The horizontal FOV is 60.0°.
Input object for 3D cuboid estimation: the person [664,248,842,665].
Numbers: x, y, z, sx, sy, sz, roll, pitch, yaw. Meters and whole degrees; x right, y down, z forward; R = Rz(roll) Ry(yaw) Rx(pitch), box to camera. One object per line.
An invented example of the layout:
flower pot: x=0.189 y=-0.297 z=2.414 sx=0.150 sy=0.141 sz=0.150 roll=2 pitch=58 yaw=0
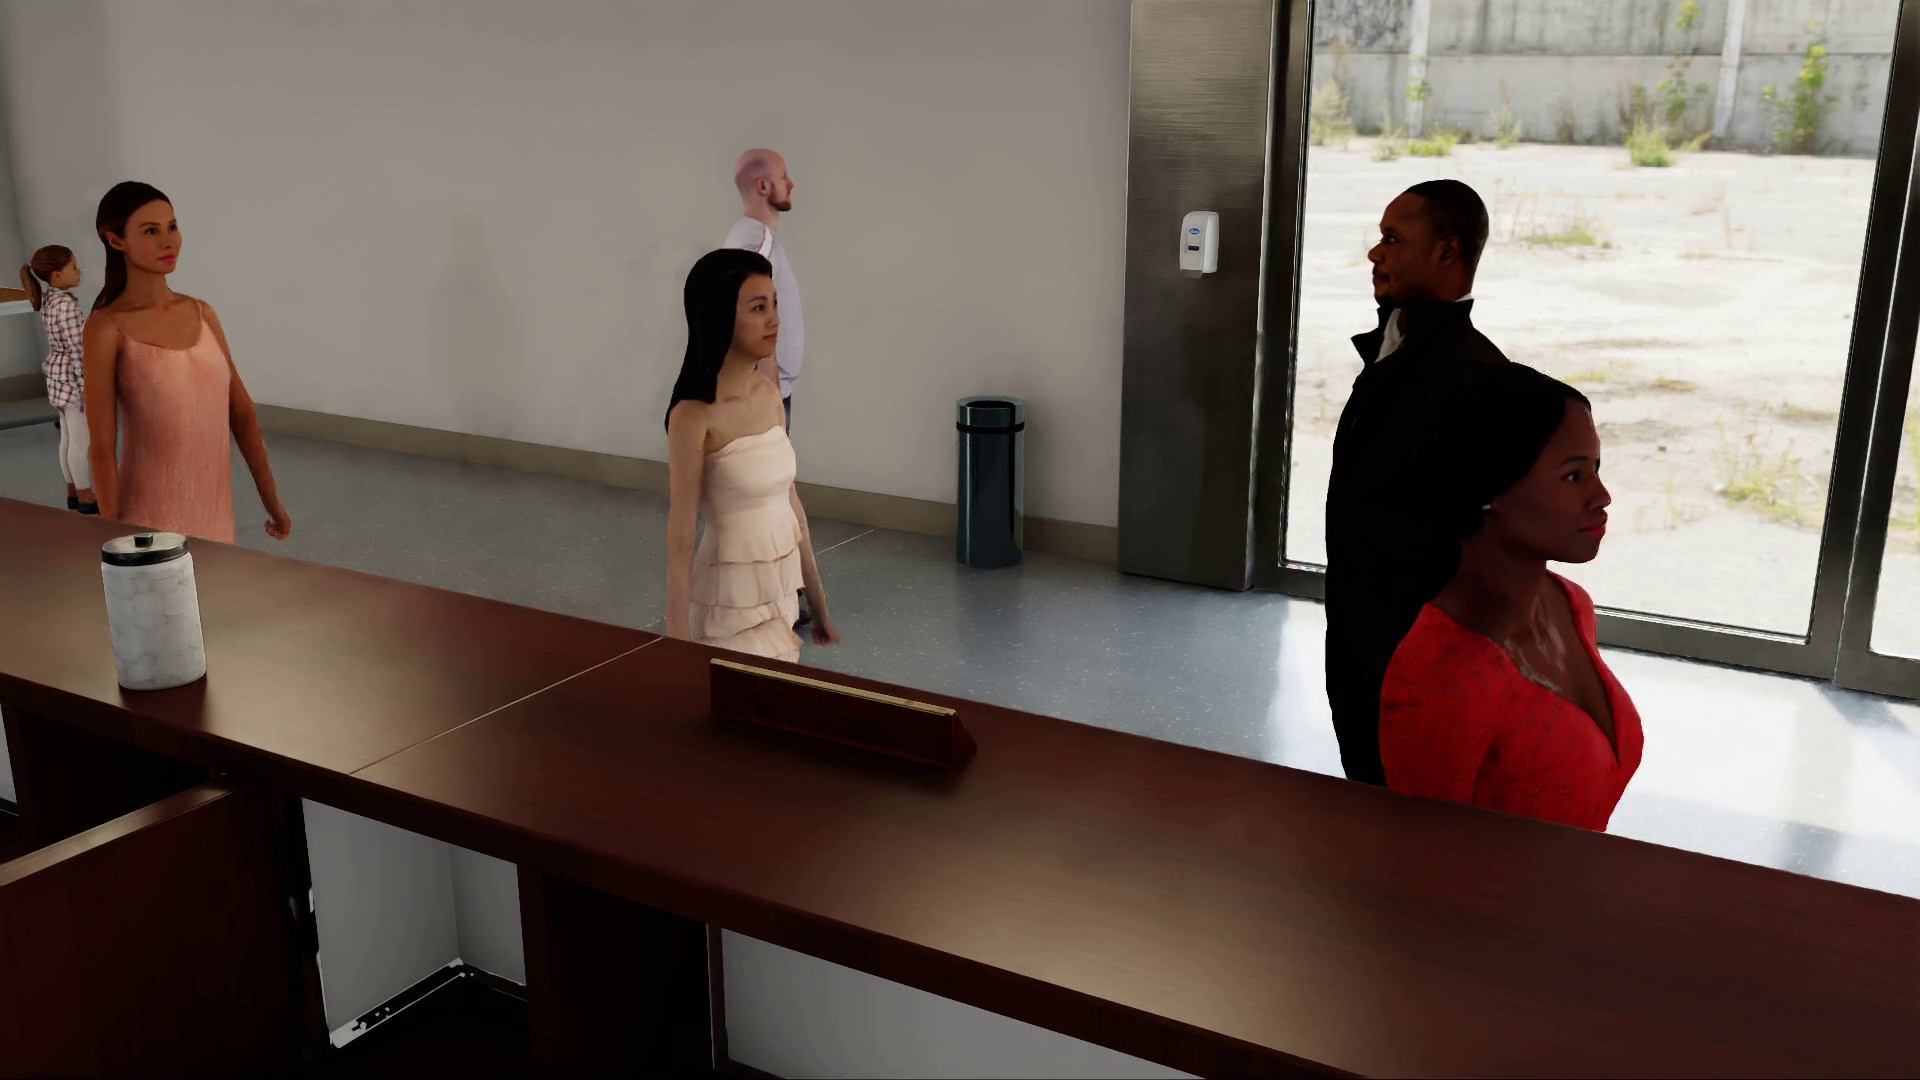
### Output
person: x=-0.595 y=0.198 z=3.902 sx=0.750 sy=1.705 sz=0.930 roll=6 pitch=17 yaw=20

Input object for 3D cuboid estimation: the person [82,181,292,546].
person: x=-2.231 y=-0.058 z=4.610 sx=0.717 sy=1.815 sz=0.761 roll=6 pitch=17 yaw=19

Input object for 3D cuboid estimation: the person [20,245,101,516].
person: x=-4.357 y=-0.790 z=8.132 sx=0.618 sy=1.312 sz=0.599 roll=-12 pitch=20 yaw=-37

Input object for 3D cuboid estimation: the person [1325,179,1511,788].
person: x=0.953 y=0.211 z=3.490 sx=0.863 sy=1.904 sz=0.767 roll=-1 pitch=16 yaw=-5

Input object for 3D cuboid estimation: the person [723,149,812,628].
person: x=-0.792 y=-0.584 z=6.449 sx=0.802 sy=1.829 sz=0.724 roll=-3 pitch=16 yaw=-9

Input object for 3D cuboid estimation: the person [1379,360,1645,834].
person: x=0.600 y=0.643 z=2.217 sx=0.706 sy=1.764 sz=0.959 roll=11 pitch=19 yaw=33
